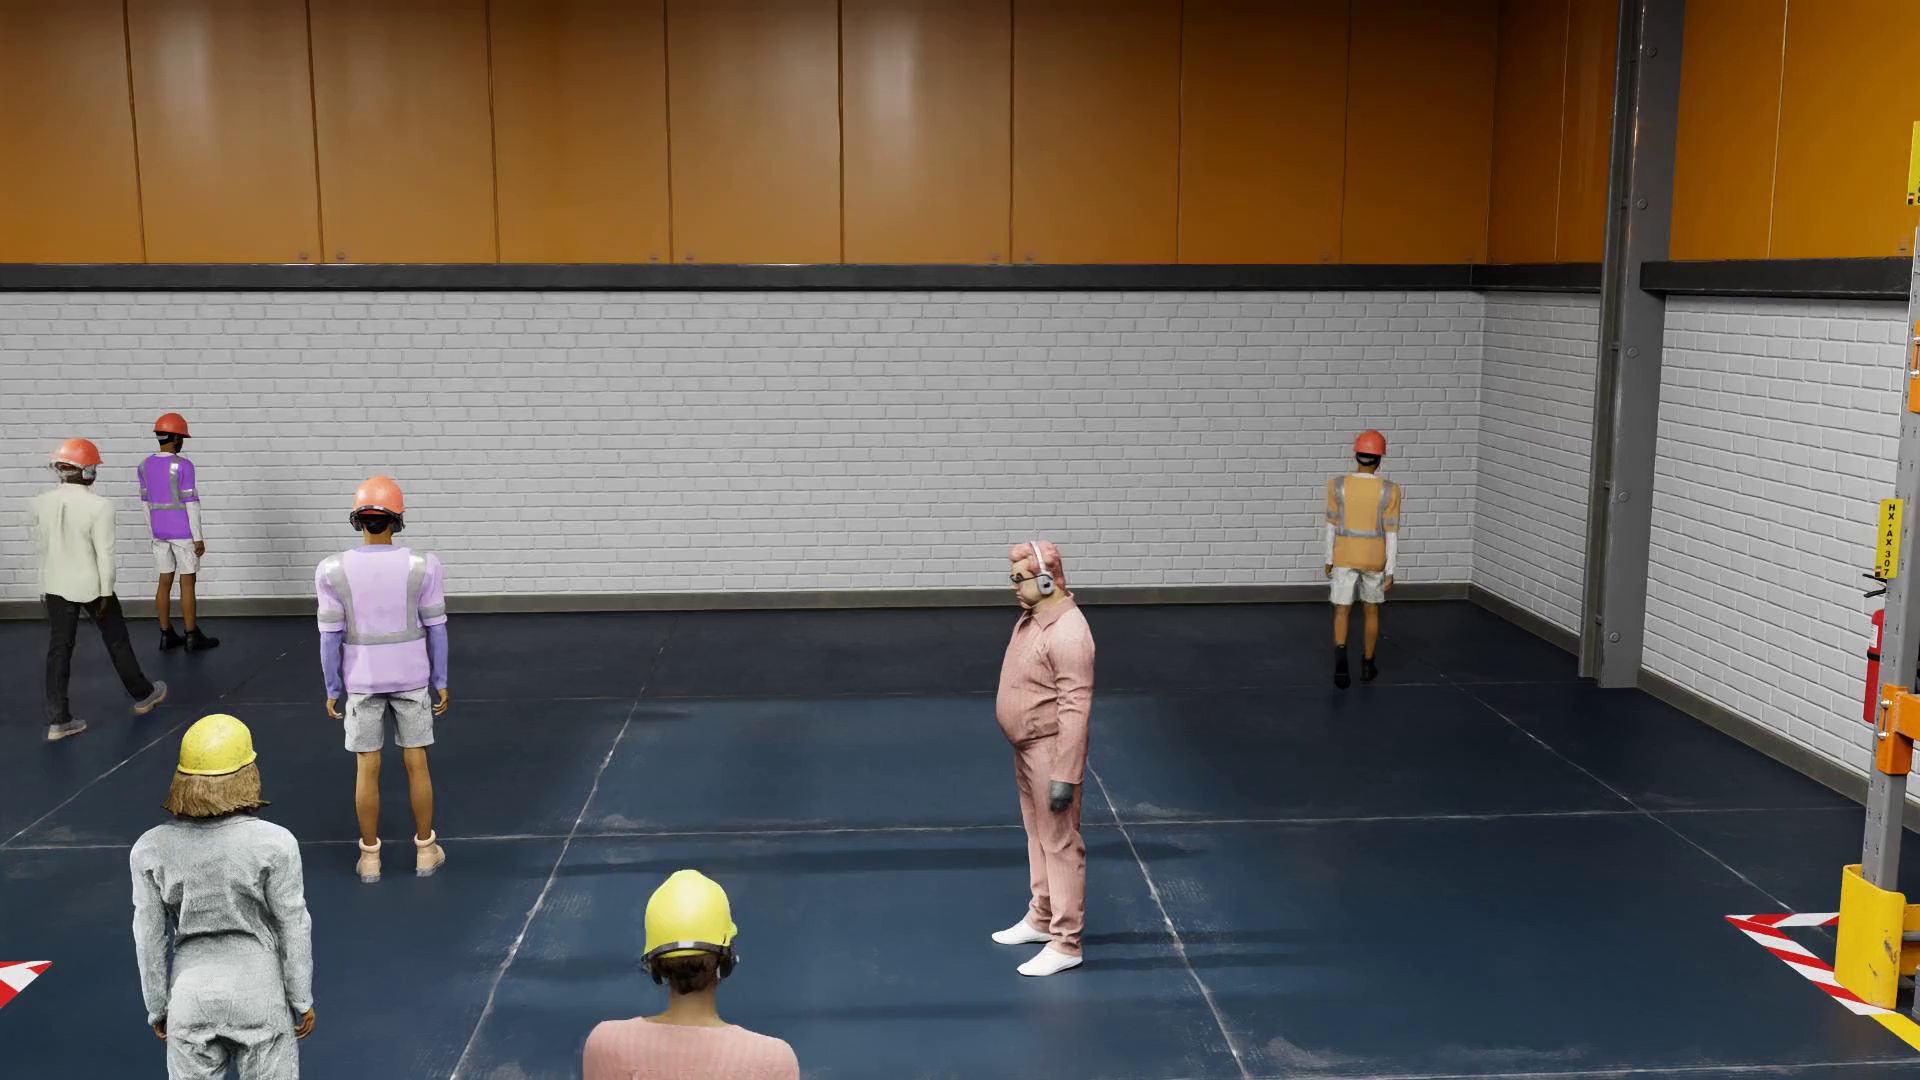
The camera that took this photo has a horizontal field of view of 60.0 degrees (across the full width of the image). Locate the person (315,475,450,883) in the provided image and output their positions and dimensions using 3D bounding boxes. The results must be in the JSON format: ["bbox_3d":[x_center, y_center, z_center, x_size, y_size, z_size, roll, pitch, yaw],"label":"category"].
[{"bbox_3d":[-2.876,0.695,8.344,0.611,2.043,0.375,-3,9,-16],"label":"person"}]

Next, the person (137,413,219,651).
[{"bbox_3d":[-6.330,-0.061,13.449,0.542,1.929,0.368,3,10,19],"label":"person"}]

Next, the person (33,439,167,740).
[{"bbox_3d":[-5.837,0.292,11.173,0.618,1.944,1.008,1,9,7],"label":"person"}]

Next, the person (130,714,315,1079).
[{"bbox_3d":[-2.190,1.376,5.005,0.493,1.743,0.296,-1,9,-6],"label":"person"}]

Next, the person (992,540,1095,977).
[{"bbox_3d":[0.355,0.940,7.262,0.400,1.901,0.643,-2,9,-12],"label":"person"}]

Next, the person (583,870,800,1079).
[{"bbox_3d":[-0.608,1.599,3.702,0.523,1.719,0.927,2,9,11],"label":"person"}]

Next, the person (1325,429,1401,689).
[{"bbox_3d":[2.944,0.143,12.237,0.552,1.912,0.791,3,10,19],"label":"person"}]
